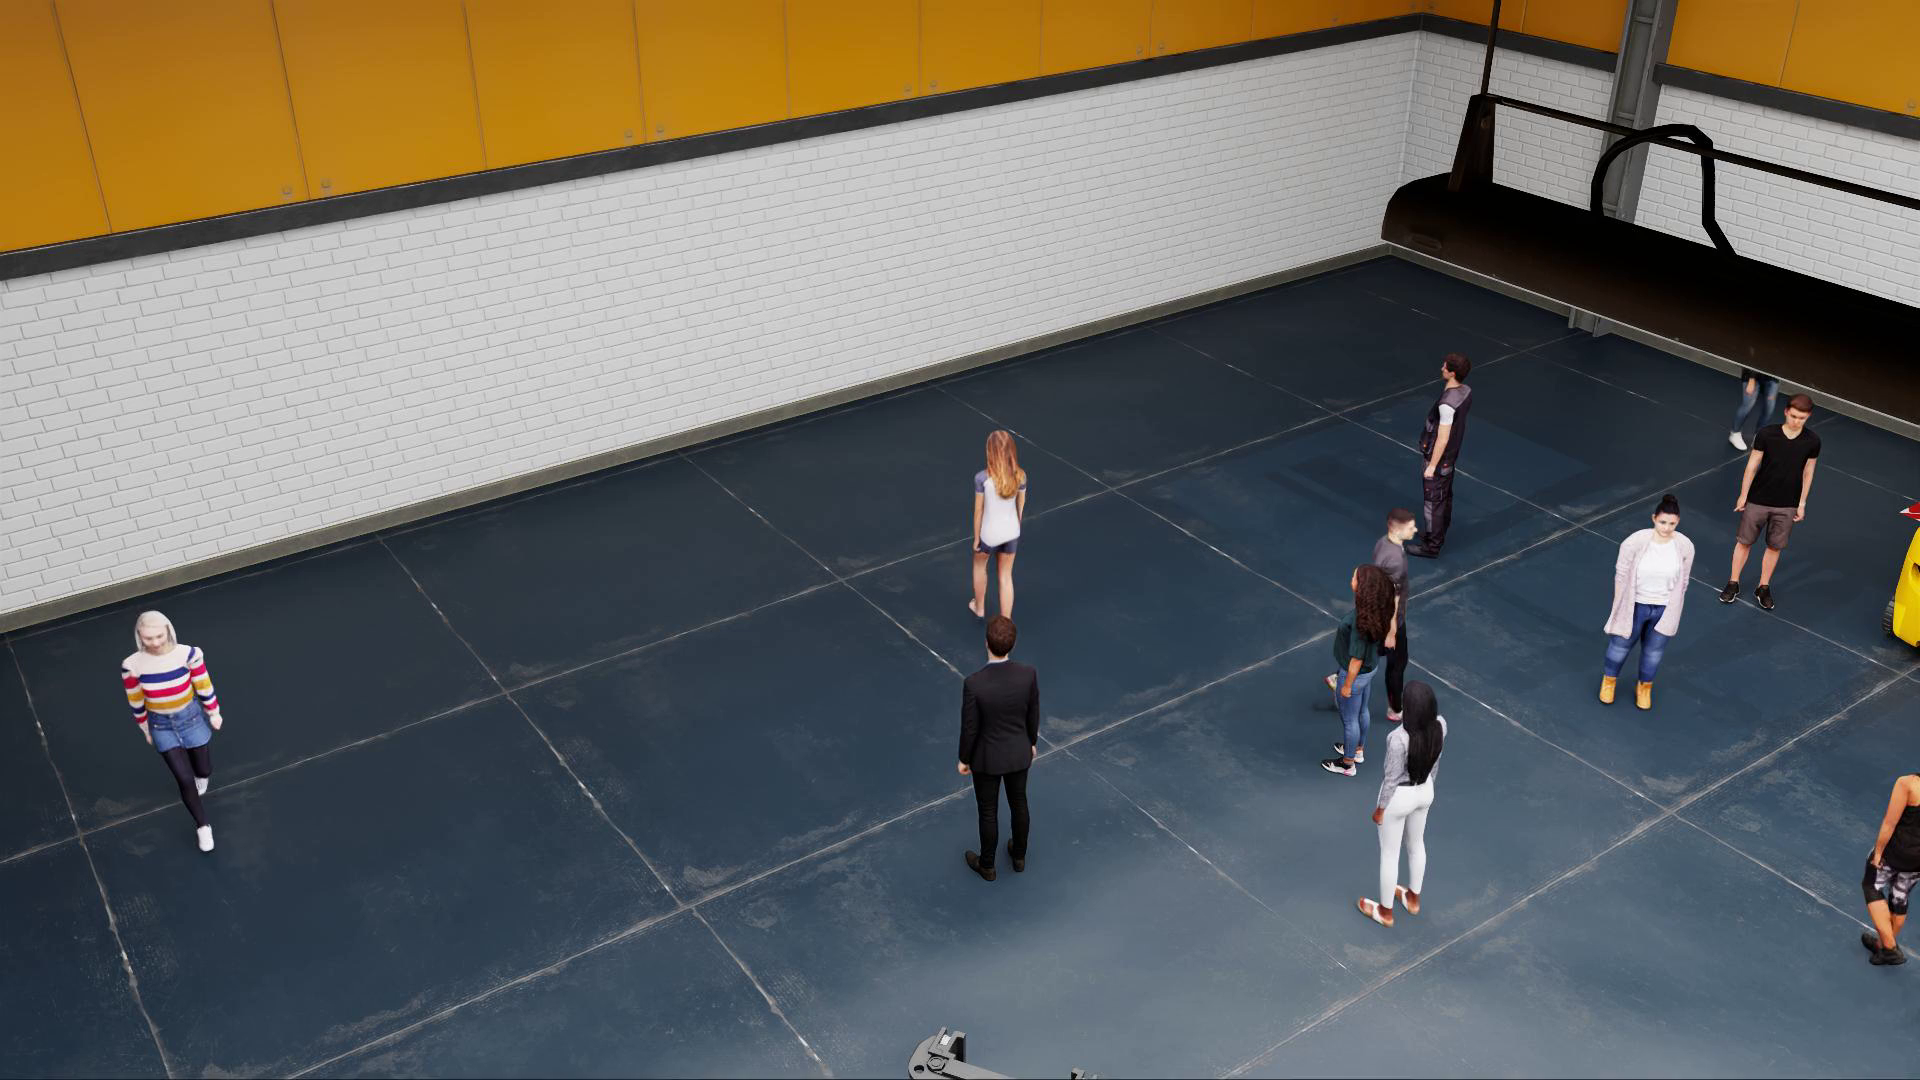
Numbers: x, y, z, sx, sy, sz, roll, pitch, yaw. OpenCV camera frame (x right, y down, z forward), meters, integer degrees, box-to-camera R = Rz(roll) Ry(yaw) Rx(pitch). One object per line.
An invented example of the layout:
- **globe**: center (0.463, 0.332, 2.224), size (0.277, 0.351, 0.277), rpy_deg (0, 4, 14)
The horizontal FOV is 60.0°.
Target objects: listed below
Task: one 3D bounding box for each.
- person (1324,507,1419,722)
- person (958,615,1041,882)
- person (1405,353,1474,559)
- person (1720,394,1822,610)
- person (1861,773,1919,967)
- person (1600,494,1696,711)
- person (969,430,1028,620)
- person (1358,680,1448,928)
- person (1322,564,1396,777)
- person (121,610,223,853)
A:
- **person**: center (3.040, 0.539, 12.039), size (1.075, 1.745, 1.035), rpy_deg (2, 29, 4)
- **person**: center (0.255, 1.318, 10.457), size (0.743, 1.894, 0.686), rpy_deg (-11, 30, -19)
- **person**: center (4.147, -0.732, 14.262), size (0.716, 1.849, 0.730), rpy_deg (16, 32, 26)
- **person**: center (6.624, -0.342, 13.534), size (0.727, 1.861, 0.830), rpy_deg (10, 30, 18)
- **person**: center (5.595, 1.857, 9.722), size (0.750, 1.651, 0.819), rpy_deg (-2, 29, -3)
- **person**: center (5.056, 0.443, 12.218), size (0.776, 1.742, 0.842), rpy_deg (6, 29, 10)
- **person**: center (0.331, 0.001, 13.069), size (0.747, 1.704, 0.868), rpy_deg (-9, 30, -17)
- **person**: center (2.716, 1.589, 10.138), size (0.615, 1.723, 0.526), rpy_deg (-15, 32, -25)
- **person**: center (2.759, 0.895, 11.522), size (0.703, 1.616, 0.684), rpy_deg (18, 33, 30)
- **person**: center (-5.121, 1.161, 10.869), size (0.761, 1.774, 1.019), rpy_deg (-12, 31, -21)
